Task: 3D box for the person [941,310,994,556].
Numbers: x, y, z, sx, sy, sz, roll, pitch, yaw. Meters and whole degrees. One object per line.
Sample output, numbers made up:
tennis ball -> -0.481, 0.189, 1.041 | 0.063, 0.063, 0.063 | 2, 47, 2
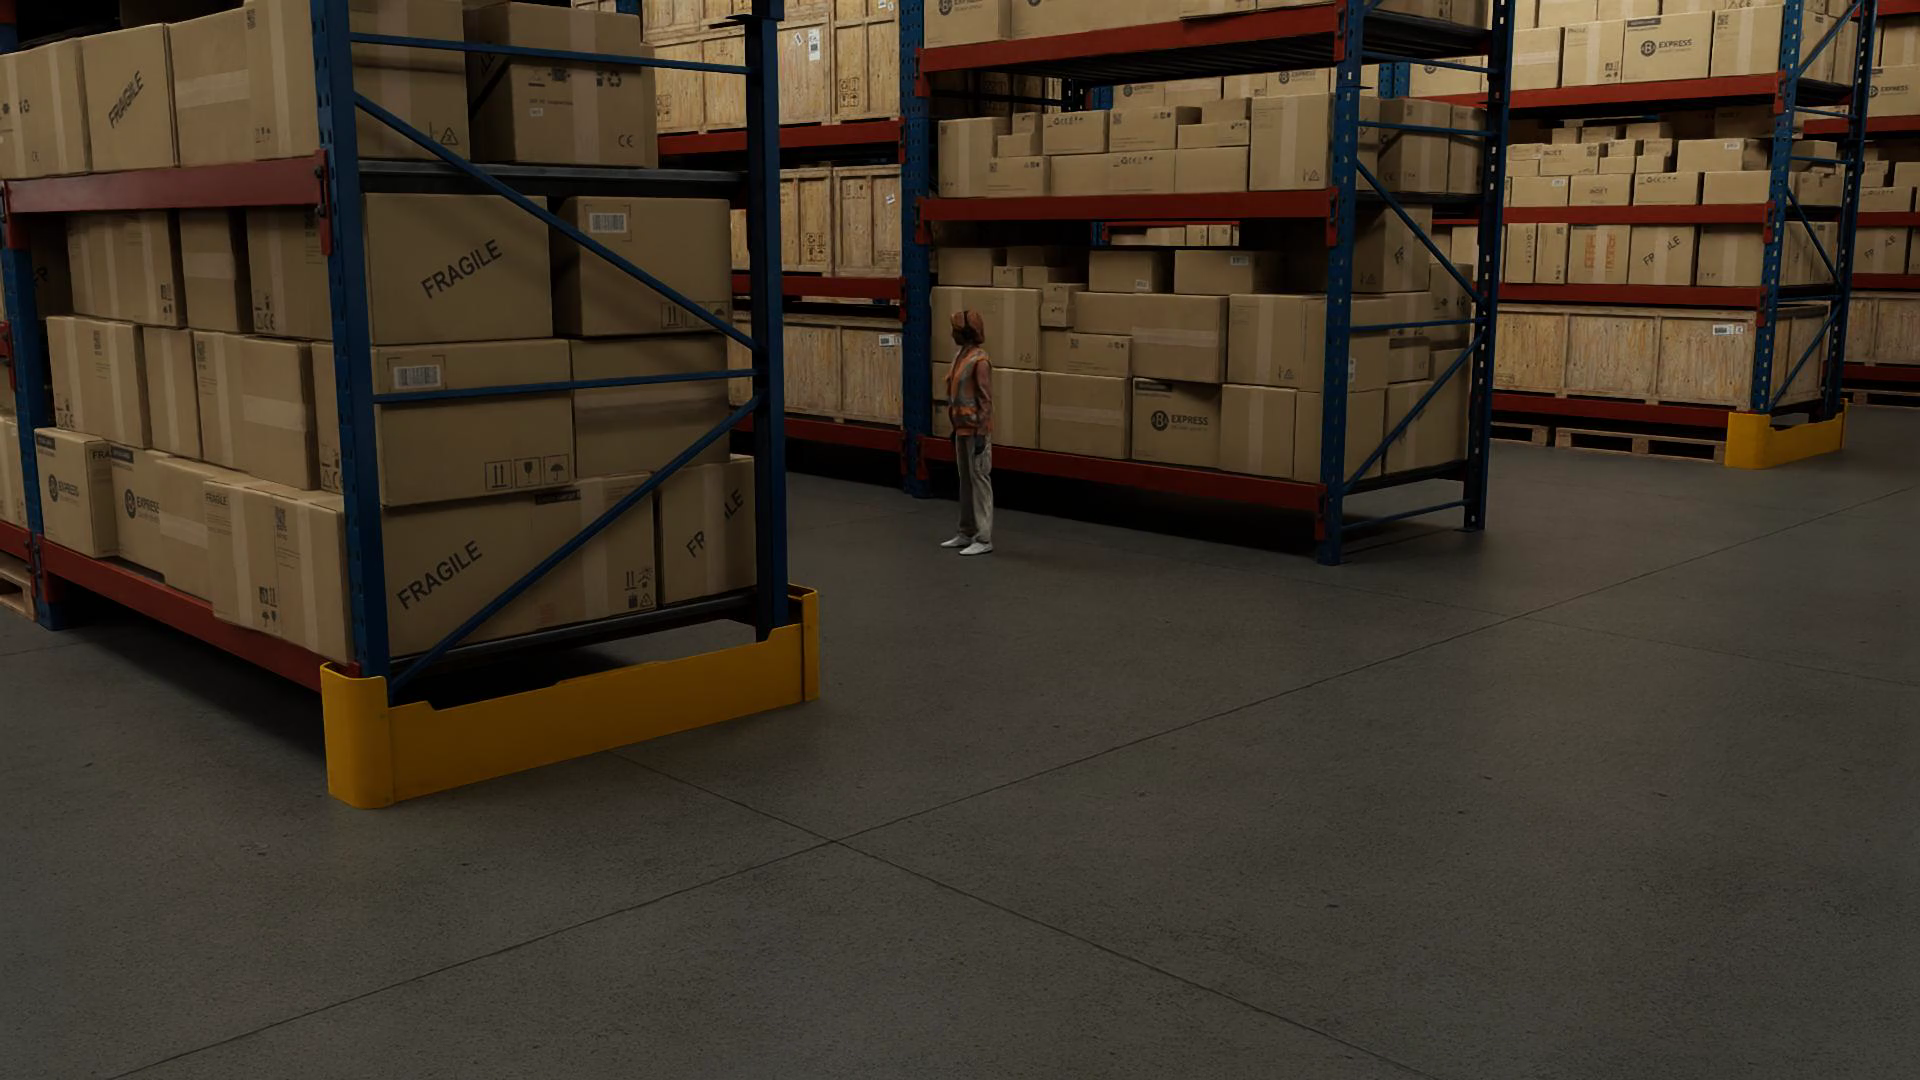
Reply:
person -> 0.071, -0.715, 11.149 | 0.313, 1.637, 0.513 | -4, 11, -20
